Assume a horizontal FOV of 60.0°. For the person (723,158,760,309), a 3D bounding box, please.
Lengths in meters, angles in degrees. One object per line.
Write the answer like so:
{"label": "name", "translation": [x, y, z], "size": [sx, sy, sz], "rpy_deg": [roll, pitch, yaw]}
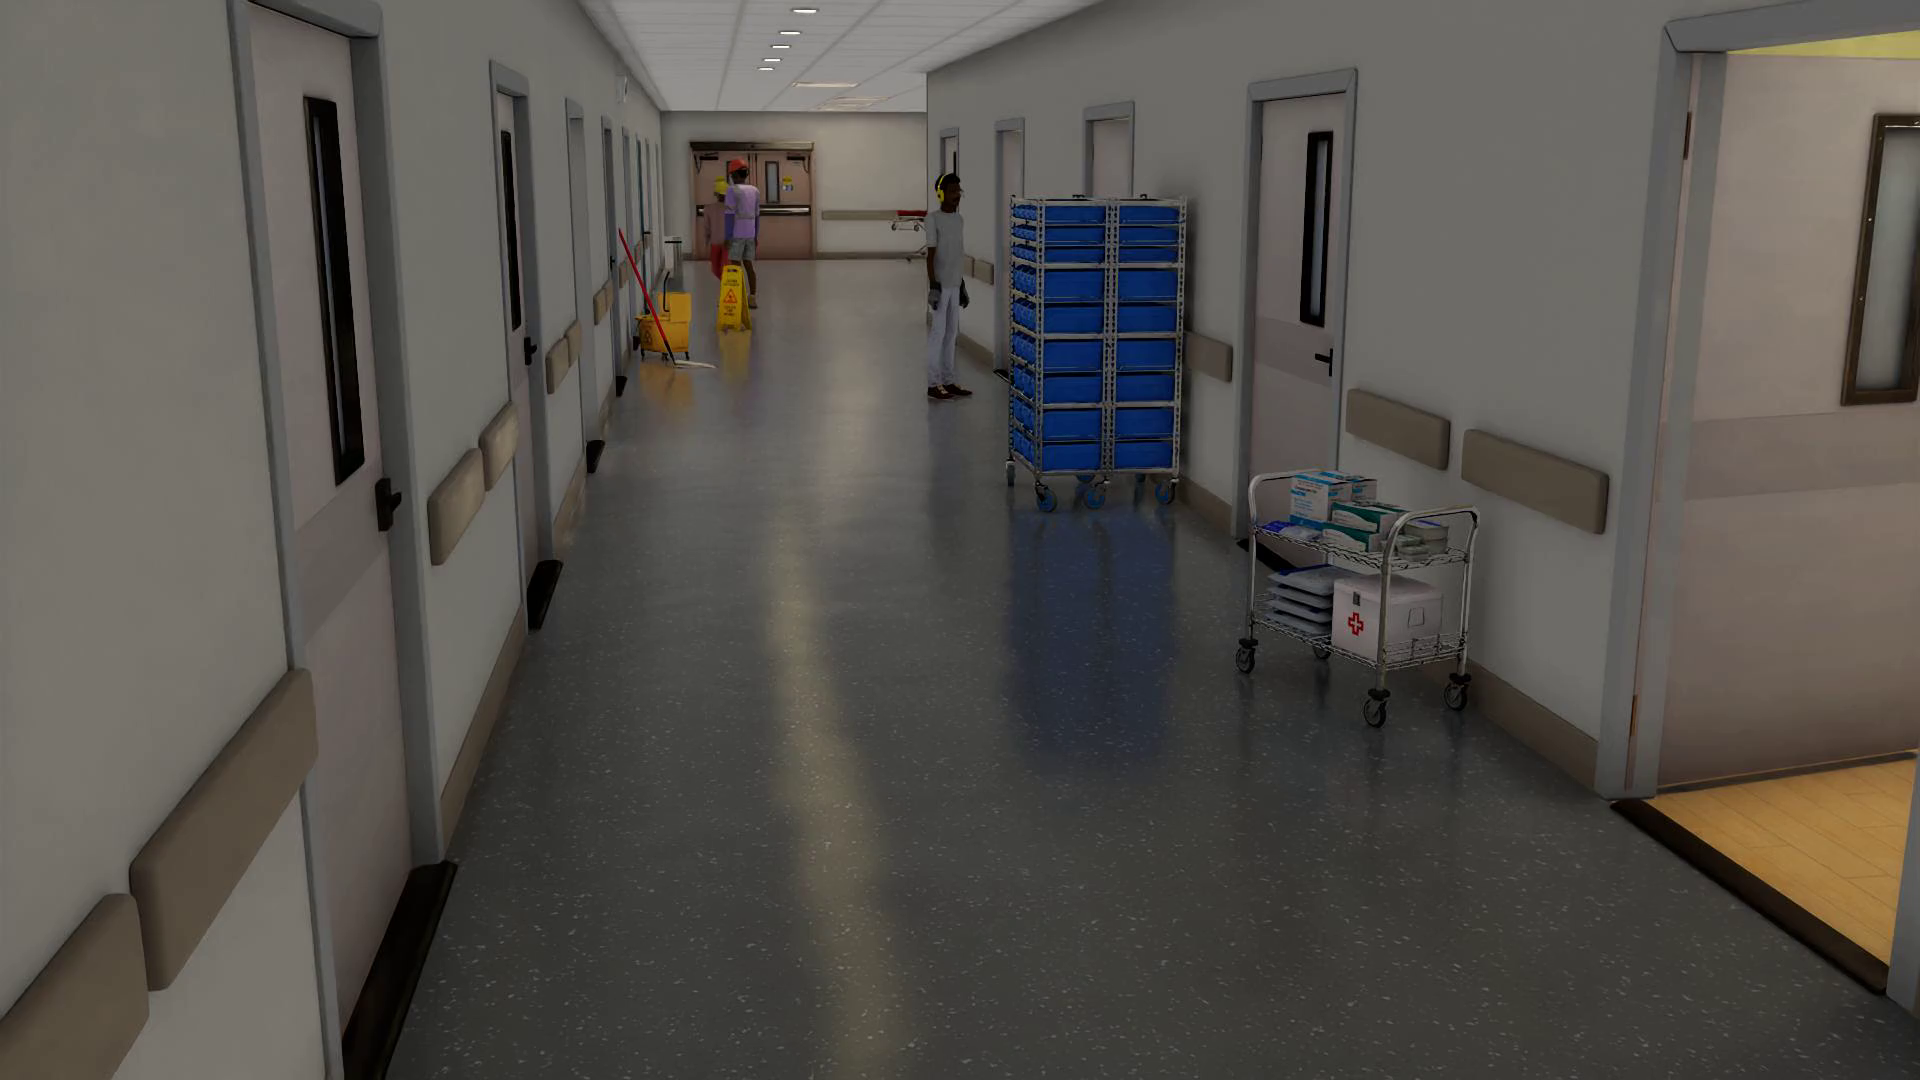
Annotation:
{"label": "person", "translation": [-2.982, -4.148, 22.605], "size": [0.409, 2.030, 0.612], "rpy_deg": [9, 15, 34]}

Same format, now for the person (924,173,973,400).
{"label": "person", "translation": [-0.098, -2.119, 13.952], "size": [0.328, 1.868, 0.508], "rpy_deg": [8, 15, 32]}

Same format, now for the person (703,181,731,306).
{"label": "person", "translation": [-3.306, -4.153, 23.285], "size": [0.531, 1.729, 0.675], "rpy_deg": [3, 13, 11]}
